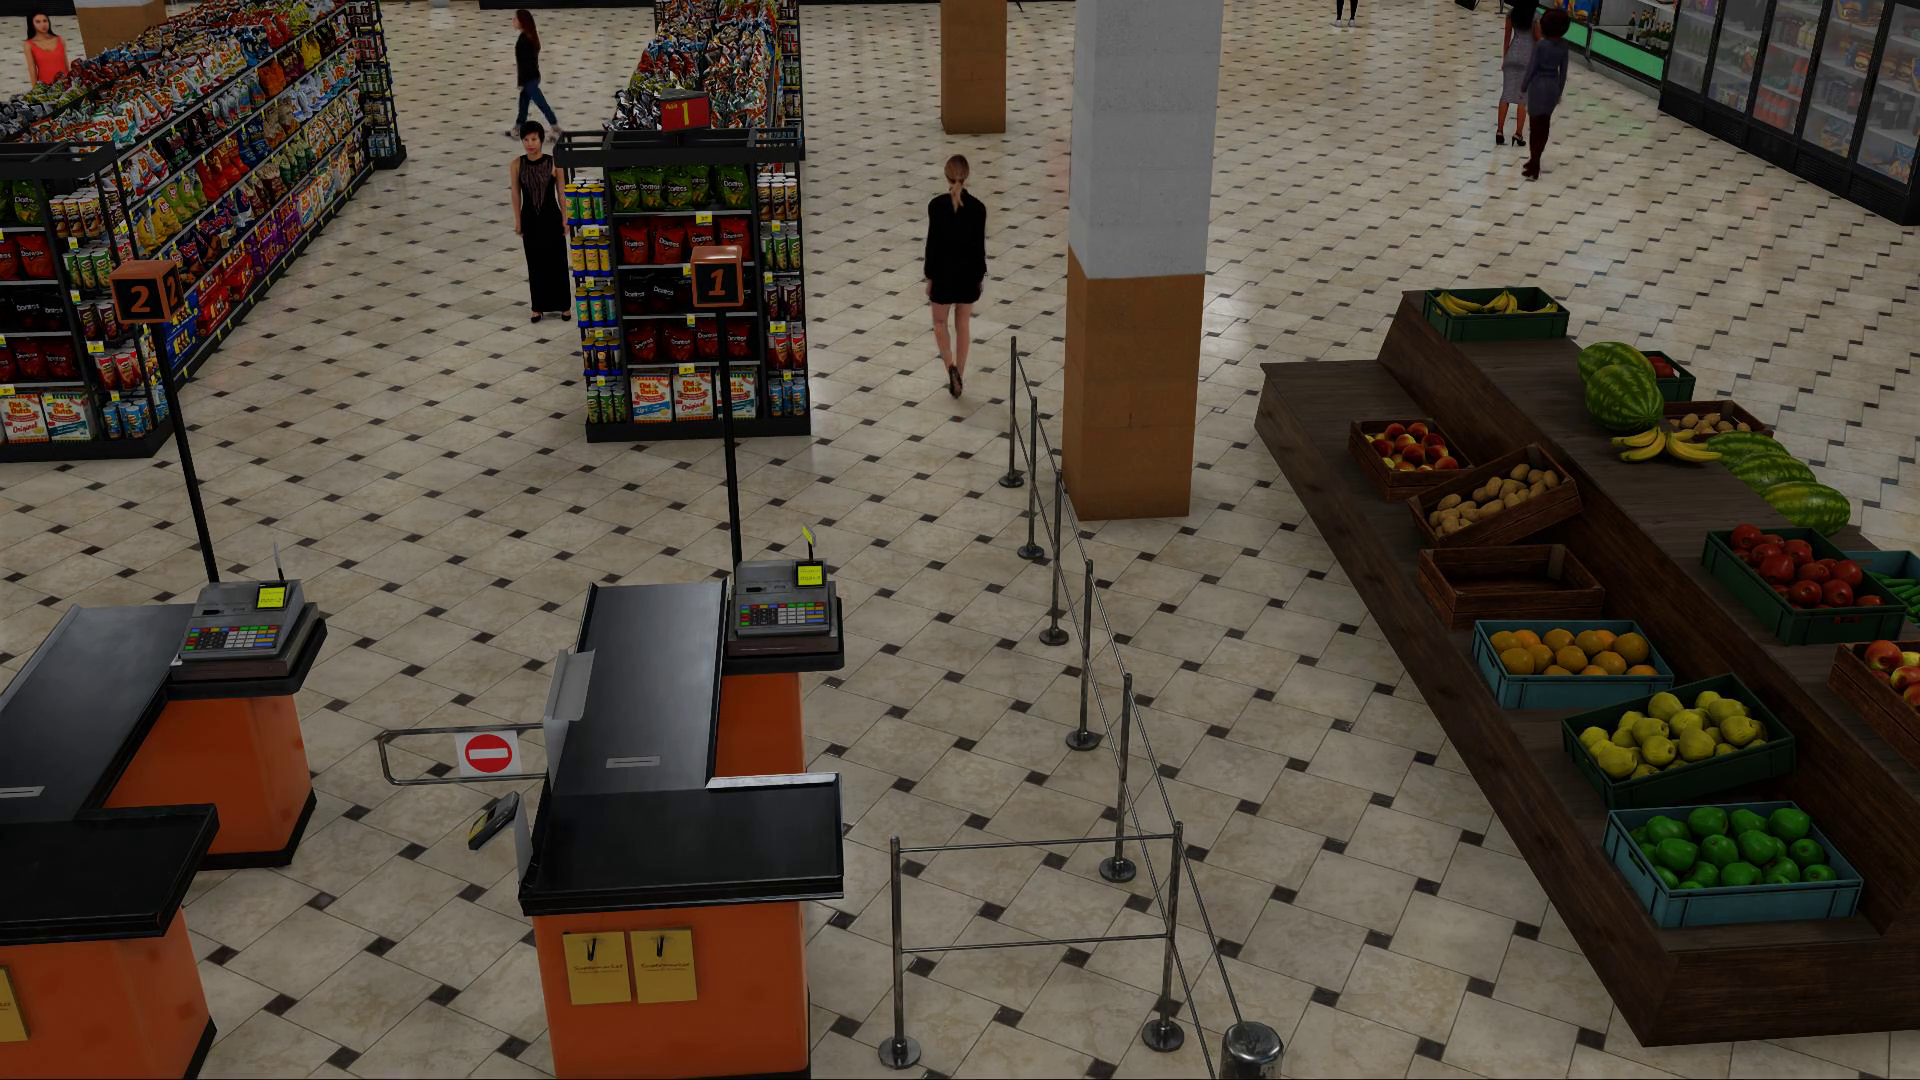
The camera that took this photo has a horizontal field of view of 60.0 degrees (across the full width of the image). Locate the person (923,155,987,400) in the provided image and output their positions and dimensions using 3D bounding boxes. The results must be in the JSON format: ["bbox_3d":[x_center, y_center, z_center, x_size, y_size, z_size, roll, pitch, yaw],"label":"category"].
[{"bbox_3d":[-0.028,-1.722,11.593,0.624,1.662,0.867,-3,27,-6],"label":"person"}]

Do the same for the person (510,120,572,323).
[{"bbox_3d":[-3.328,-2.538,13.266,0.591,1.604,0.514,-4,27,-8],"label":"person"}]

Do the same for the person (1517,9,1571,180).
[{"bbox_3d":[6.077,-4.608,17.239,0.645,1.703,0.738,-6,28,-12],"label":"person"}]

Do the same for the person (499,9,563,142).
[{"bbox_3d":[-4.736,-5.156,18.607,0.629,1.442,0.866,-2,27,-4],"label":"person"}]

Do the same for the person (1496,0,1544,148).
[{"bbox_3d":[6.224,-5.290,18.496,0.657,1.781,0.717,21,34,35],"label":"person"}]

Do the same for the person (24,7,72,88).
[{"bbox_3d":[-9.393,-4.640,17.284,0.714,1.718,0.656,21,33,35],"label":"person"}]

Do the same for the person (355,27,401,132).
[{"bbox_3d":[-6.850,-5.137,18.748,0.883,1.281,0.925,-19,32,-33],"label":"person"}]

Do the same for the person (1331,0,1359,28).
[{"bbox_3d":[5.916,-8.735,25.302,0.616,1.771,0.509,-1,27,-3],"label":"person"}]
